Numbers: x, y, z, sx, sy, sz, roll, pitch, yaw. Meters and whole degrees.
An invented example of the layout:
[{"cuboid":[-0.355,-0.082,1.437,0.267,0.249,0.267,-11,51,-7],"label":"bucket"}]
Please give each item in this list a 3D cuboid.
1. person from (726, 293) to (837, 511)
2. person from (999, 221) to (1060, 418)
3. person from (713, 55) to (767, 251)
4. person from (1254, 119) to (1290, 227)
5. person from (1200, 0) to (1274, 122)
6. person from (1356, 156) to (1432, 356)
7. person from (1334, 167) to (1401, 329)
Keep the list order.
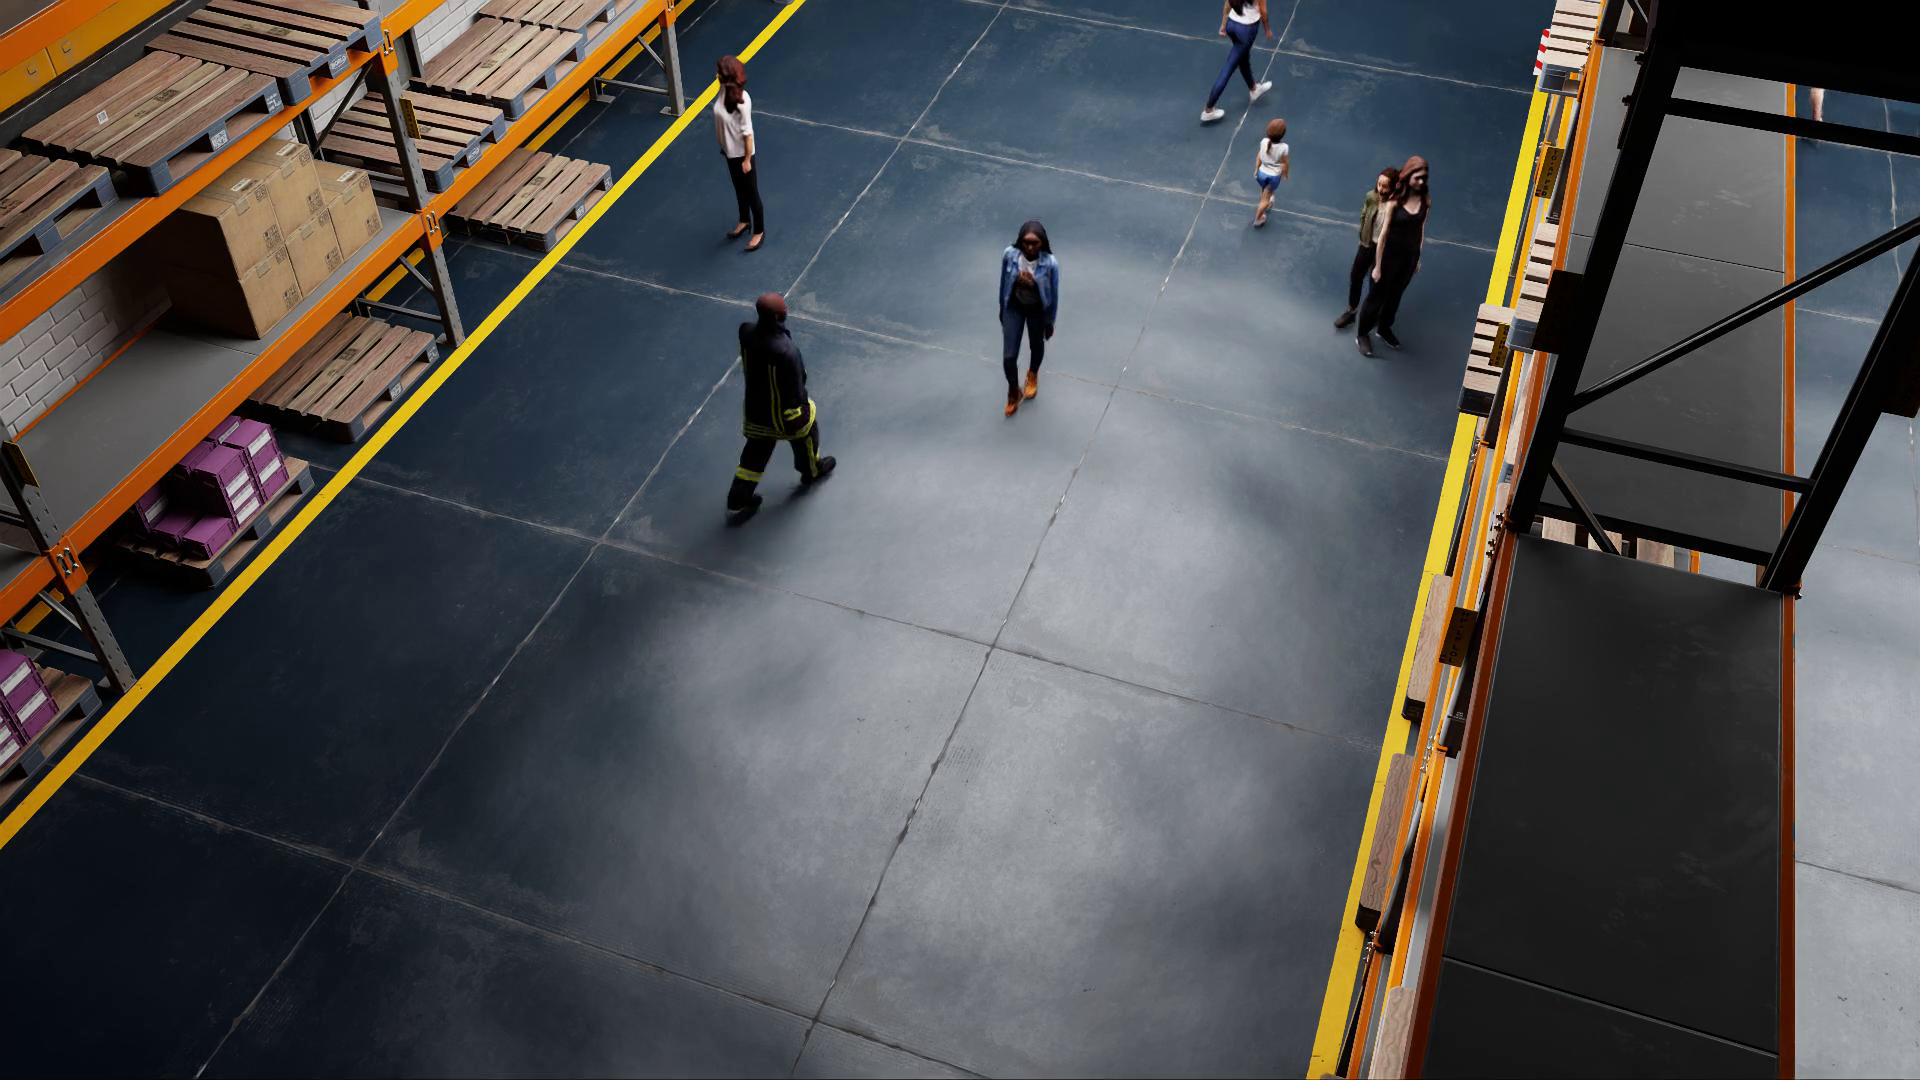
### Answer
[{"cuboid":[-1.362,-0.955,11.714,0.982,1.790,1.283,29,51,27],"label":"person"},{"cuboid":[0.527,-1.761,12.640,0.687,1.681,0.830,7,44,7],"label":"person"},{"cuboid":[-1.870,-3.300,14.173,0.711,1.794,0.691,-26,49,-25],"label":"person"},{"cuboid":[2.712,-3.225,14.669,0.513,1.001,0.689,24,49,23],"label":"person"},{"cuboid":[2.590,-4.757,15.758,1.190,1.718,1.047,-23,48,-23],"label":"person"},{"cuboid":[3.438,-2.255,13.112,0.659,1.745,0.704,-15,46,-15],"label":"person"},{"cuboid":[3.444,-2.380,13.451,0.754,1.458,0.824,32,52,29],"label":"person"}]
